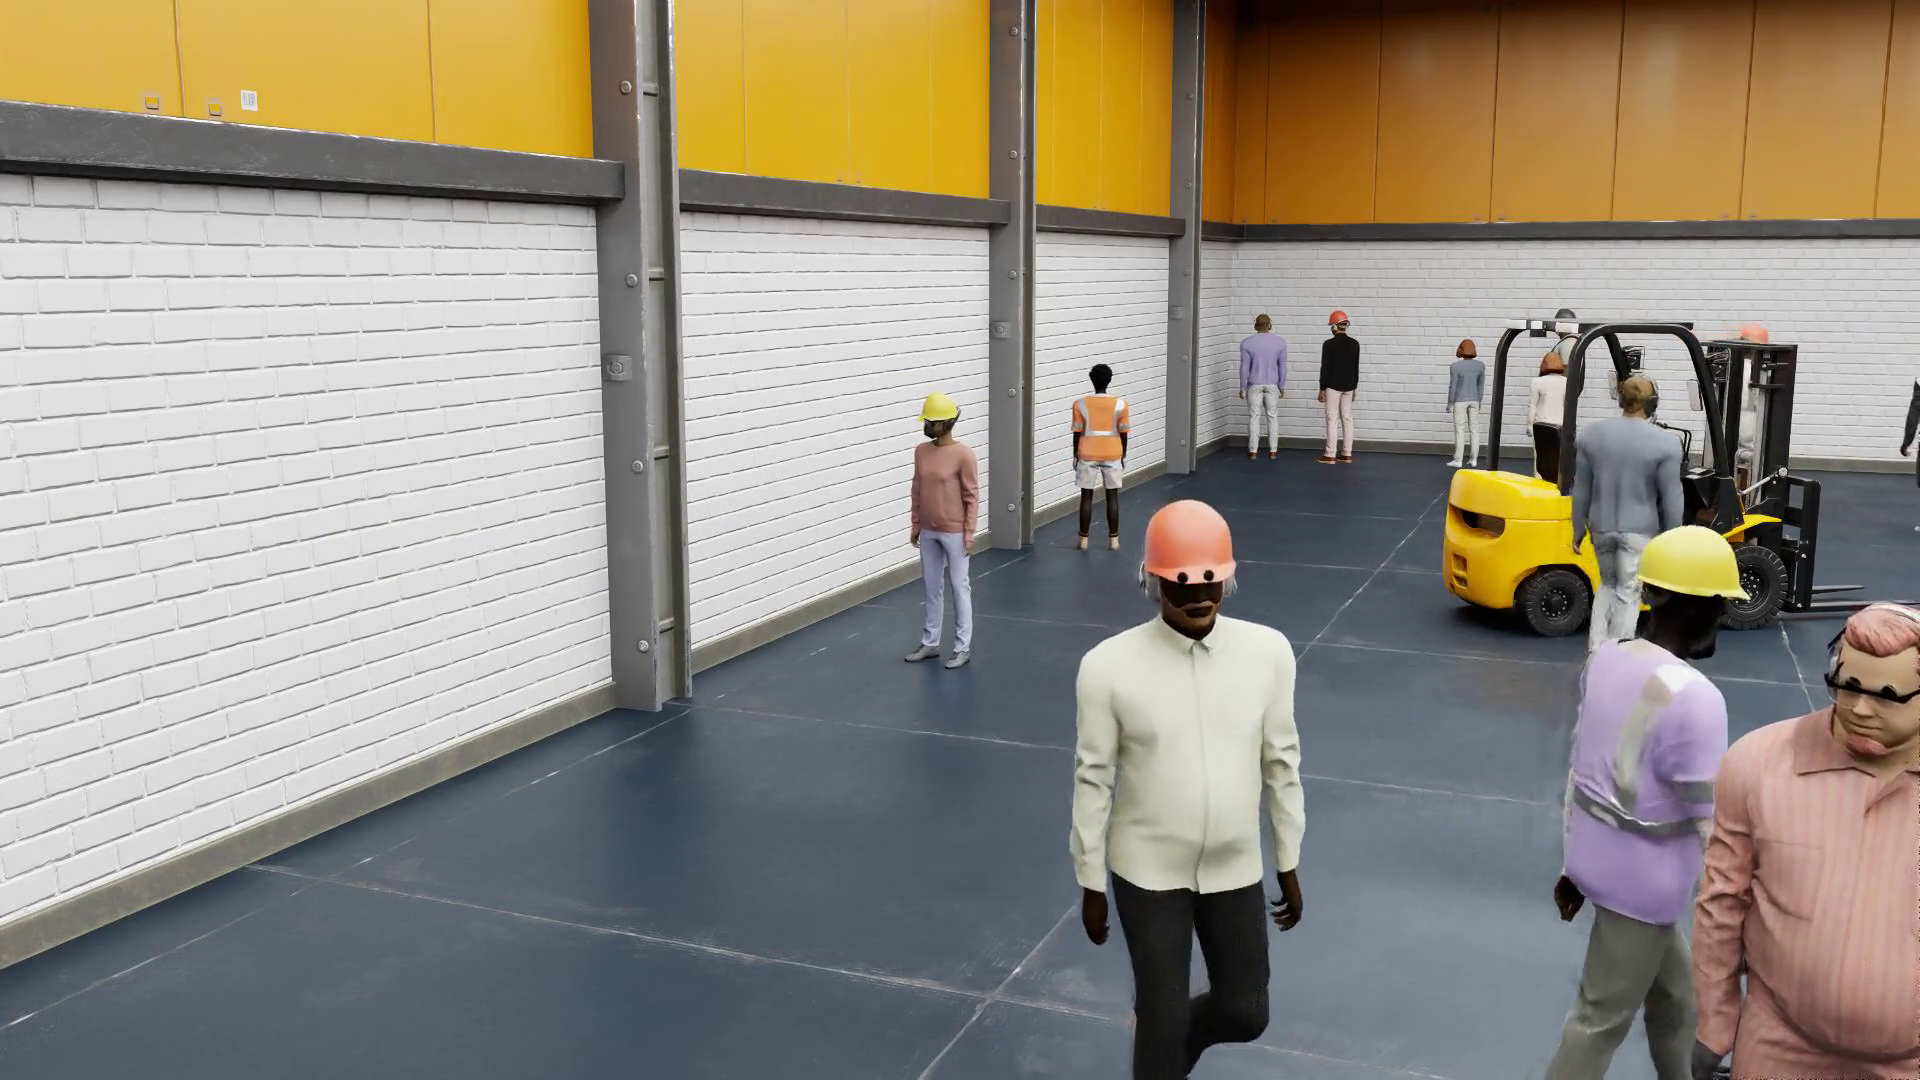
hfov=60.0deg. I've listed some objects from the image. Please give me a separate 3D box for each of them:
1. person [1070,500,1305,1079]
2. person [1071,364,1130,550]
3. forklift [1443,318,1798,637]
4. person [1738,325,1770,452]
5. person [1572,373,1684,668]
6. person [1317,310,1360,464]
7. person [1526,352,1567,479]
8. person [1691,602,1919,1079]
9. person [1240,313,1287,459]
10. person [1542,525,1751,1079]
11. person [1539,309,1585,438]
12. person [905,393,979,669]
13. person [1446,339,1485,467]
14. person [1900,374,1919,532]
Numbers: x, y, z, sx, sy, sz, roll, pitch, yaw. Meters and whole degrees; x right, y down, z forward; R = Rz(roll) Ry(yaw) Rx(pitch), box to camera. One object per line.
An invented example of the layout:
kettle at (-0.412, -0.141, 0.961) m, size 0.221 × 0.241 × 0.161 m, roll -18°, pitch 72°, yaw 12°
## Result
person at (0.591, 0.850, 4.489) m, size 0.632 × 1.974 × 0.659 m, roll -2°, pitch 10°, yaw -13°
person at (1.264, -0.743, 15.007) m, size 0.535 × 1.691 × 0.320 m, roll 0°, pitch 9°, yaw 0°
forklift at (4.706, -0.497, 11.990) m, size 2.313 × 2.155 × 1.214 m, roll -2°, pitch 10°, yaw -10°
person at (7.538, -1.050, 15.911) m, size 1.006 × 1.992 × 0.628 m, roll -6°, pitch 11°, yaw -34°
person at (4.027, -0.040, 10.019) m, size 0.444 × 1.924 × 0.660 m, roll -8°, pitch 12°, yaw -41°
person at (4.910, -1.981, 21.620) m, size 0.612 × 1.986 × 0.401 m, roll -6°, pitch 11°, yaw -31°
person at (6.472, -1.249, 18.278) m, size 0.498 × 1.626 × 0.274 m, roll -1°, pitch 9°, yaw -4°
person at (1.842, 1.063, 3.429) m, size 0.645 × 1.900 × 0.400 m, roll 6°, pitch 11°, yaw 31°
person at (4.017, -2.034, 22.095) m, size 0.627 × 1.934 × 0.371 m, roll 0°, pitch 9°, yaw 1°
person at (1.936, 0.905, 4.438) m, size 0.913 × 1.885 × 0.596 m, roll 0°, pitch 9°, yaw 2°
person at (7.536, -1.885, 20.866) m, size 0.536 × 2.000 × 0.688 m, roll 5°, pitch 11°, yaw 27°
person at (-0.114, -0.058, 10.638) m, size 0.524 × 1.764 × 0.329 m, roll 8°, pitch 12°, yaw 40°
person at (6.446, -1.742, 21.228) m, size 0.499 × 1.634 × 0.280 m, roll -3°, pitch 10°, yaw -15°
person at (9.218, -0.937, 15.593) m, size 0.595 × 1.891 × 0.821 m, roll 0°, pitch 9°, yaw 1°
